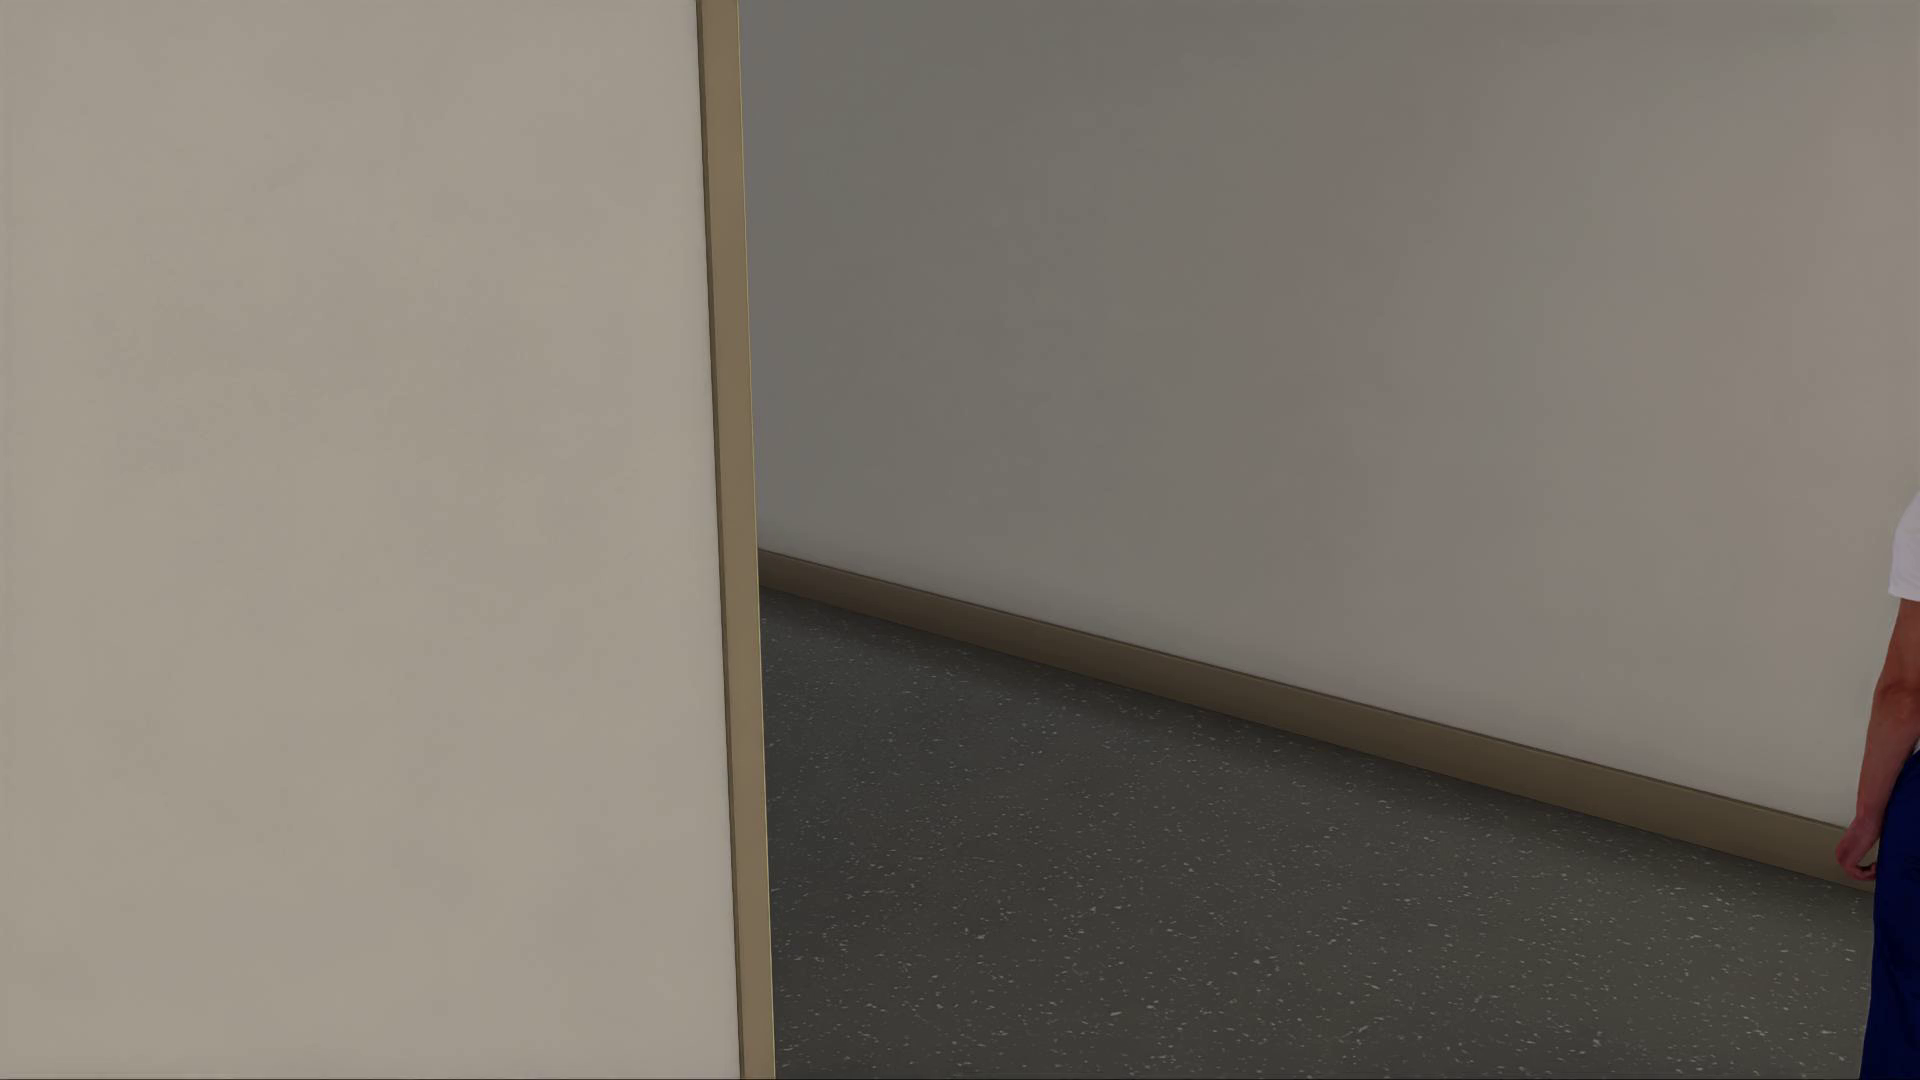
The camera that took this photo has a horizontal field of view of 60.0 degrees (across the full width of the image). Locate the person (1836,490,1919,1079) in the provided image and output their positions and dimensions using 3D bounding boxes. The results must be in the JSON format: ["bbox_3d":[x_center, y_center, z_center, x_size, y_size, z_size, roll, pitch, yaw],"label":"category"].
[{"bbox_3d":[1.807,0.469,2.899,0.721,1.850,0.741,2,16,8],"label":"person"}]
